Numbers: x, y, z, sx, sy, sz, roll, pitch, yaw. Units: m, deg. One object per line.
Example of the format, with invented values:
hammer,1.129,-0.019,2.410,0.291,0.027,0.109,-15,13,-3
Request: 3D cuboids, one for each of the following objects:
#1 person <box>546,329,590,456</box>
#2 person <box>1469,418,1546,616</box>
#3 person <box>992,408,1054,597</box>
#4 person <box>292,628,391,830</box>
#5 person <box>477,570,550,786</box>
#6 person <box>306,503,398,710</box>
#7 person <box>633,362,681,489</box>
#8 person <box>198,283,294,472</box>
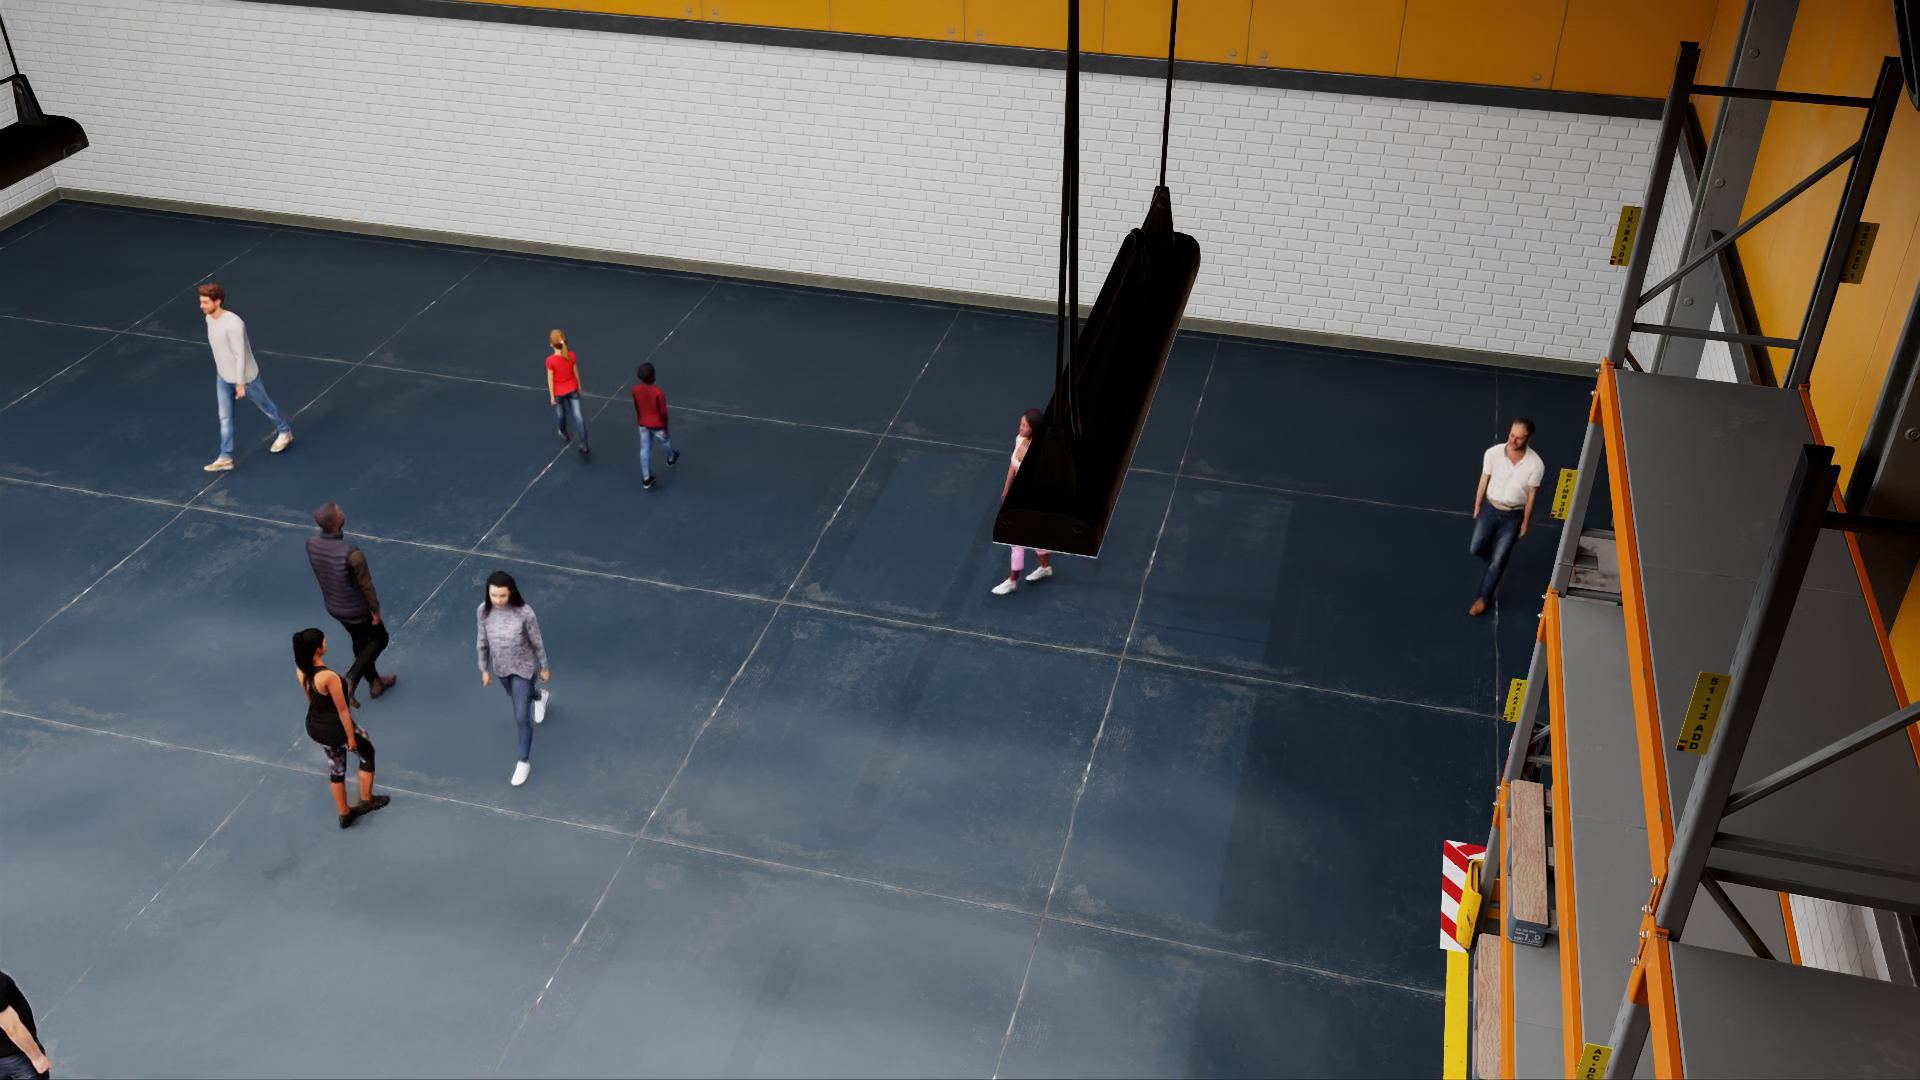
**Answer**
person,-3.818,-1.422,16.223,0.862,1.293,0.921,-18,38,-25
person,4.617,-0.257,13.977,0.879,1.840,1.024,25,41,32
person,0.674,-0.365,14.249,0.975,1.718,0.928,-16,37,-22
person,-4.479,1.363,11.705,0.657,1.657,0.675,17,37,24
person,-3.274,0.895,12.370,0.708,1.700,1.170,6,34,9
person,-4.728,0.547,12.782,0.807,1.824,0.956,15,36,21
person,-2.943,-1.070,15.762,0.528,1.217,0.877,7,34,10
person,-6.856,-1.602,15.992,0.868,1.850,1.257,17,37,24
